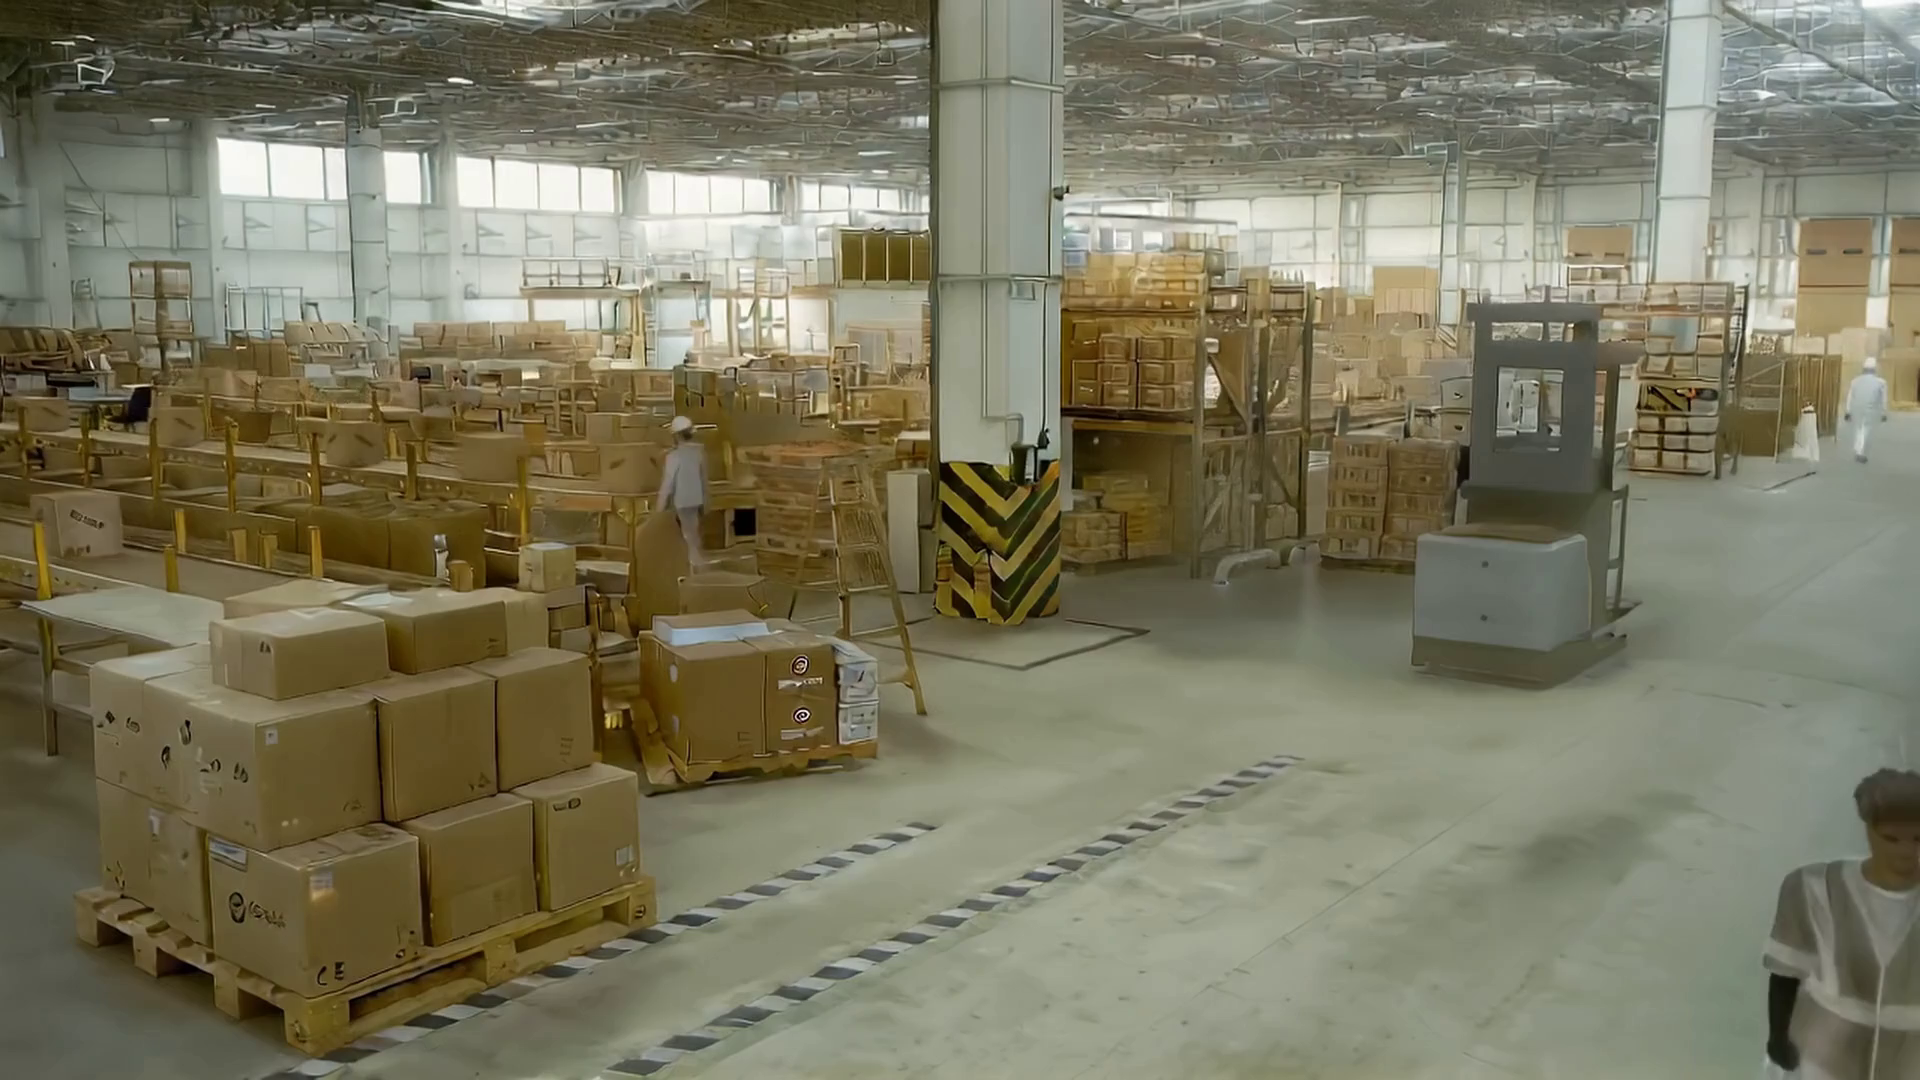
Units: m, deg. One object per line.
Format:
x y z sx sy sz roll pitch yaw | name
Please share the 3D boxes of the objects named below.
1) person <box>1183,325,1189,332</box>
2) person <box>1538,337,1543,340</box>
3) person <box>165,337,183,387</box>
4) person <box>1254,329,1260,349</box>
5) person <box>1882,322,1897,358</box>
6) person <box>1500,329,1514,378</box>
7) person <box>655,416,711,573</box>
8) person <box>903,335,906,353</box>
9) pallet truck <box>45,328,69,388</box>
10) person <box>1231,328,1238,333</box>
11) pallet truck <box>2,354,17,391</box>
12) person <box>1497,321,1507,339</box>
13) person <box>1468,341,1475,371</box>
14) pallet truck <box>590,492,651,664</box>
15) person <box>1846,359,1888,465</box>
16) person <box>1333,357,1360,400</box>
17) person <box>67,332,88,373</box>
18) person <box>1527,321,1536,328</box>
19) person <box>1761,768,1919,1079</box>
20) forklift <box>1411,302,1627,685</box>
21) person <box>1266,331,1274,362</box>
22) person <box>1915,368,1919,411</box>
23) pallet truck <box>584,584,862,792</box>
7.297 -6.020 53.868 0.328 1.872 0.513 4 9 26 | person
15.286 -4.463 43.780 0.532 1.747 0.610 -2 9 -15 | person
-19.490 -4.190 41.142 0.611 1.987 0.655 -5 10 -31 | person
12.992 -8.837 72.965 0.955 1.849 0.583 2 9 12 | person
34.805 -7.251 62.338 0.635 1.818 0.723 -3 9 -21 | person
14.789 -4.743 45.040 0.358 1.937 0.544 6 10 34 | person
-2.682 -0.316 15.913 0.876 1.727 0.543 4 9 26 | person
-2.161 -8.370 70.513 0.497 1.626 0.288 1 9 10 | person
-23.775 -4.544 43.495 1.885 1.965 0.823 6 10 35 | pallet truck
8.354 -5.575 50.663 0.634 1.918 0.957 -2 9 -12 | person
-24.881 -4.417 42.634 1.885 1.965 0.823 8 11 41 | pallet truck
25.738 -9.687 79.028 0.499 1.731 0.450 -1 8 -6 | person
14.520 -4.929 46.600 0.534 1.842 0.615 -6 10 -35 | person
-3.115 0.344 12.883 0.653 1.274 1.630 7 11 37 | pallet truck
15.429 -2.181 28.295 0.616 1.786 0.940 6 10 34 | person
7.752 -2.865 33.422 0.534 1.616 0.474 6 10 34 | person
-22.458 -4.318 42.274 0.654 1.905 0.408 5 10 28 | person
27.221 -9.809 79.178 0.602 1.940 0.402 -6 11 -37 | person
2.421 1.417 4.430 0.550 1.655 0.849 5 10 29 | person
4.379 -0.438 12.852 1.129 2.768 1.873 7 11 37 | forklift
11.080 -6.881 59.932 0.696 1.796 0.513 2 9 14 | person
17.395 -2.466 29.685 0.621 1.925 1.047 6 10 33 | person
-1.426 0.805 10.019 1.601 1.201 0.680 -4 9 -26 | pallet truck
